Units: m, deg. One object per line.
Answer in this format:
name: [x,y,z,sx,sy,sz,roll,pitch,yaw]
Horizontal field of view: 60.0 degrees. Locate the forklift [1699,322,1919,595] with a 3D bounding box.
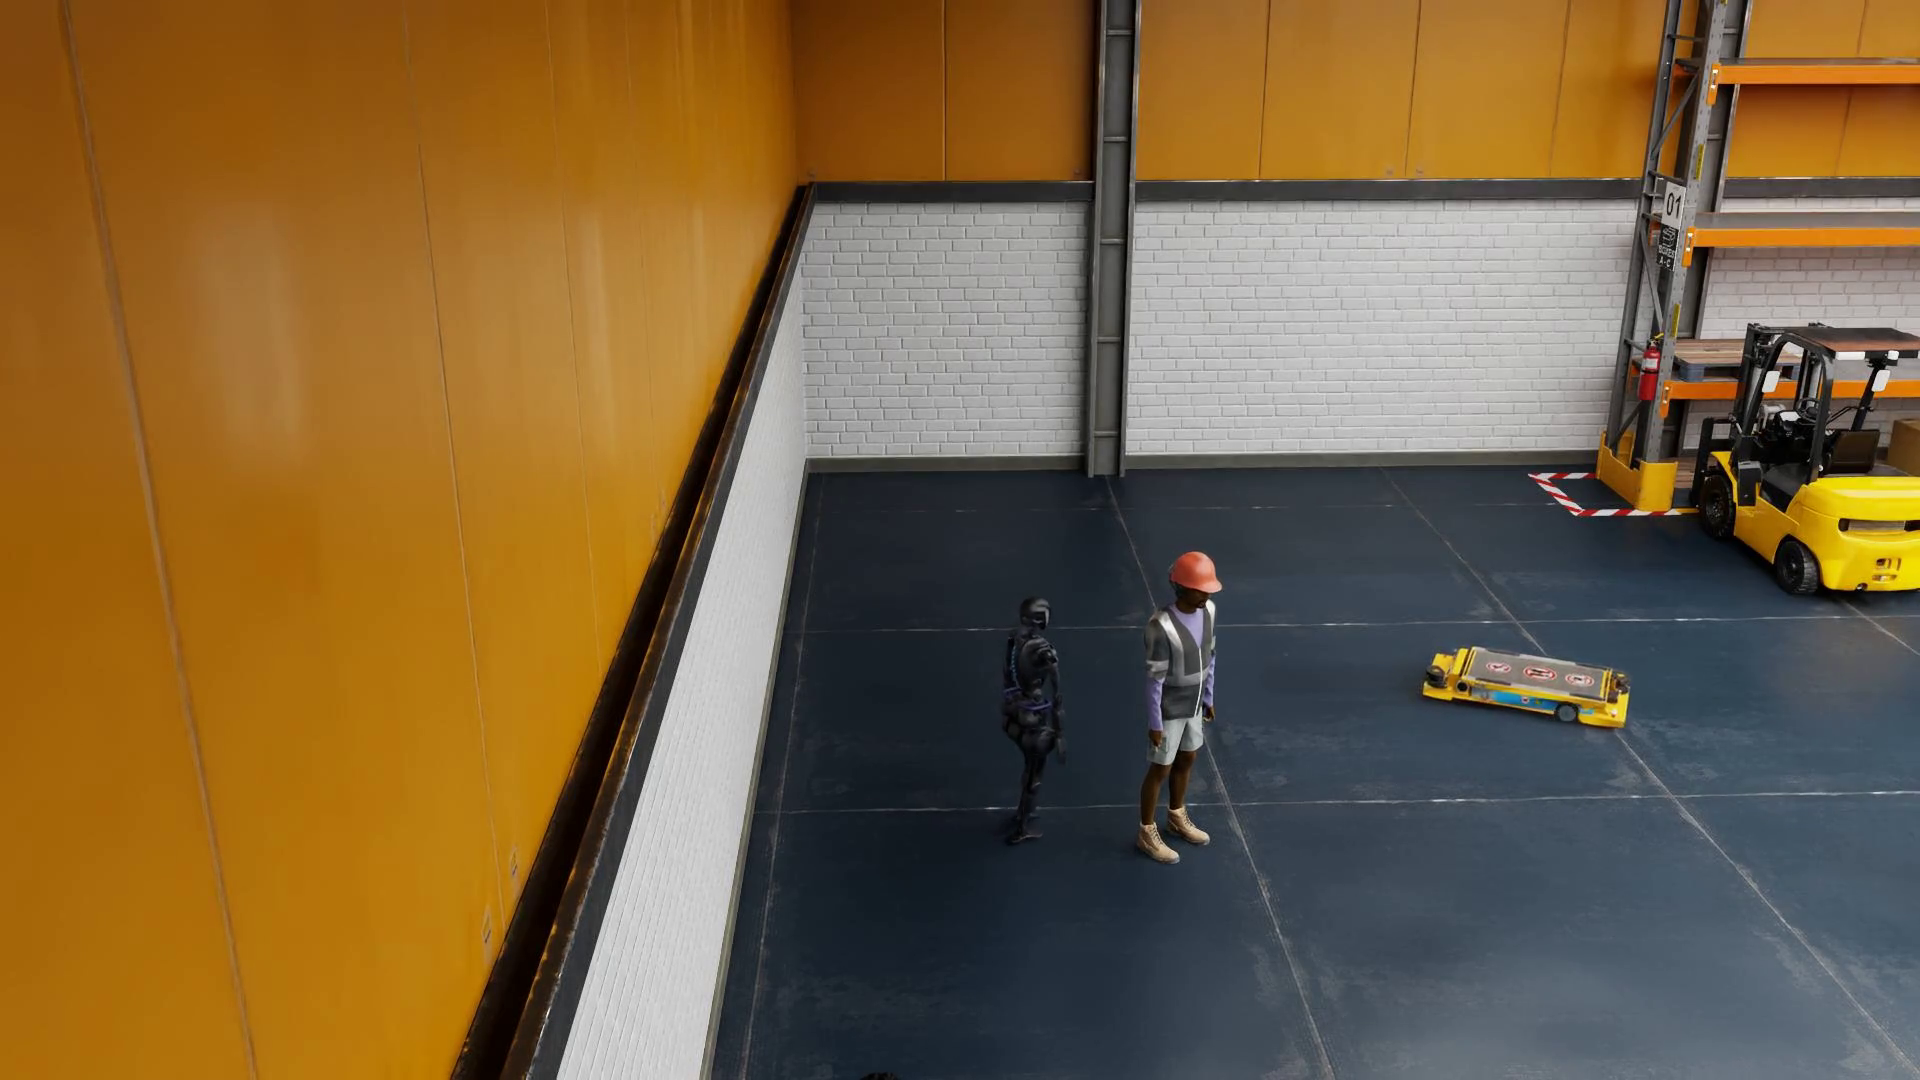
forklift: [7.809,-0.792,14.926,1.214,2.155,2.313,-1,20,-2]

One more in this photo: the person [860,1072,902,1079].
person: [-0.234,2.698,6.202,0.330,1.686,0.533,-2,20,-5]

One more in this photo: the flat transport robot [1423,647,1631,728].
flat transport robot: [4.288,1.097,12.578,1.431,0.231,0.659,9,22,22]

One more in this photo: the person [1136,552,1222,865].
person: [1.380,1.022,10.246,0.602,2.034,0.414,-19,28,-42]

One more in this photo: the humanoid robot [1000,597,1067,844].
humanoid robot: [0.461,1.123,10.465,0.415,1.648,0.609,-13,24,-32]
